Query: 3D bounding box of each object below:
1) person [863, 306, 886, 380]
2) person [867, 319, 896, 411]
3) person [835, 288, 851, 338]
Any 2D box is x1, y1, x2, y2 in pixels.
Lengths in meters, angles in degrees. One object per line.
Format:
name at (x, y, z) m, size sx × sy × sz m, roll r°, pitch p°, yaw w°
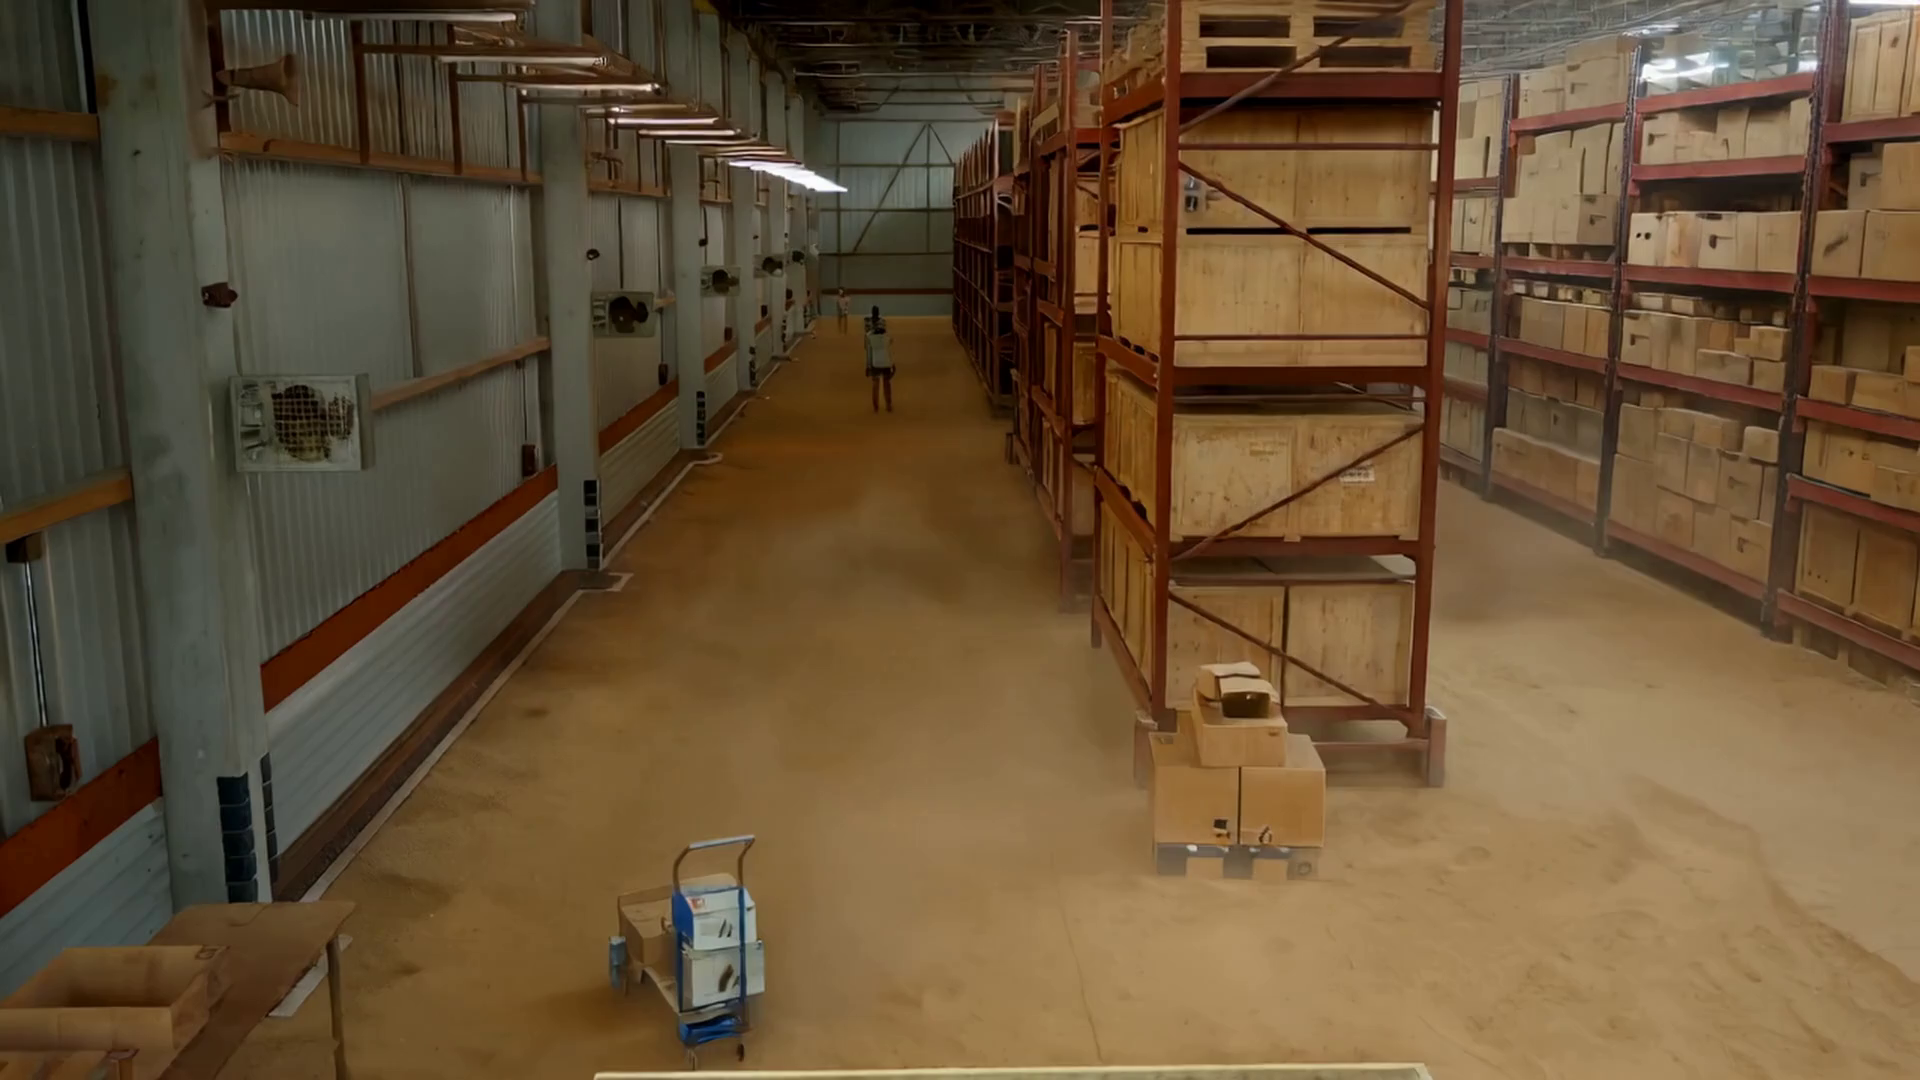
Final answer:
person at (-2.196, -5.067, 42.764) m, size 0.601 × 1.907 × 0.405 m, roll -2°, pitch 11°, yaw -13°
person at (-1.680, -3.753, 35.717) m, size 0.619 × 1.986 × 0.410 m, roll -3°, pitch 11°, yaw -16°
person at (-4.064, -7.879, 57.800) m, size 0.559 × 1.744 × 0.333 m, roll -2°, pitch 11°, yaw -8°
